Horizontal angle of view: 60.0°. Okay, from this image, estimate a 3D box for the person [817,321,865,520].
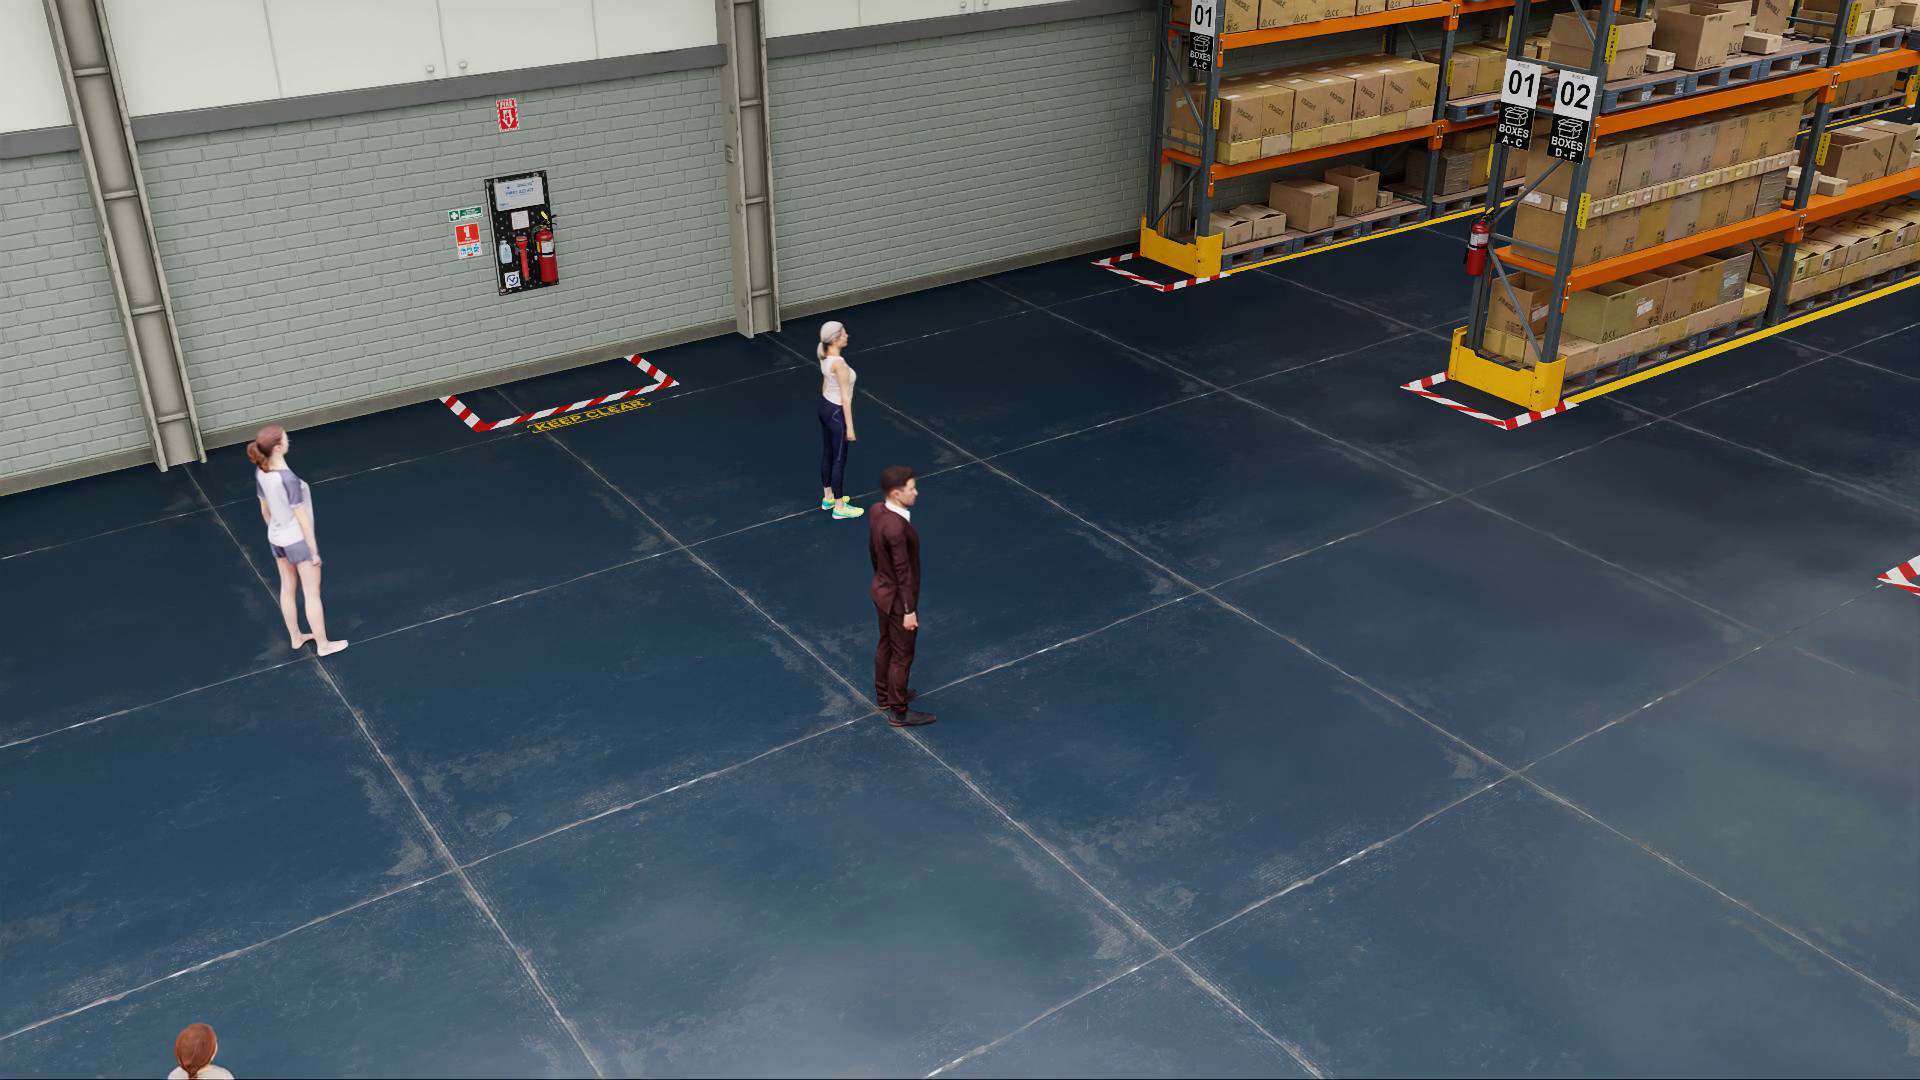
[{"bbox_3d":[-1.050,-1.018,13.914,0.572,1.702,0.626,-13,30,-23],"label":"person"}]

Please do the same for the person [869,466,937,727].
[{"bbox_3d":[-0.426,0.363,11.055,0.654,1.863,0.735,-11,29,-21],"label":"person"}]

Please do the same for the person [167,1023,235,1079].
[{"bbox_3d":[-3.317,2.631,7.379,0.554,1.196,0.624,2,27,4],"label":"person"}]

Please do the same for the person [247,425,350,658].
[{"bbox_3d":[-4.768,0.004,11.858,0.670,1.767,0.685,14,31,26],"label":"person"}]
